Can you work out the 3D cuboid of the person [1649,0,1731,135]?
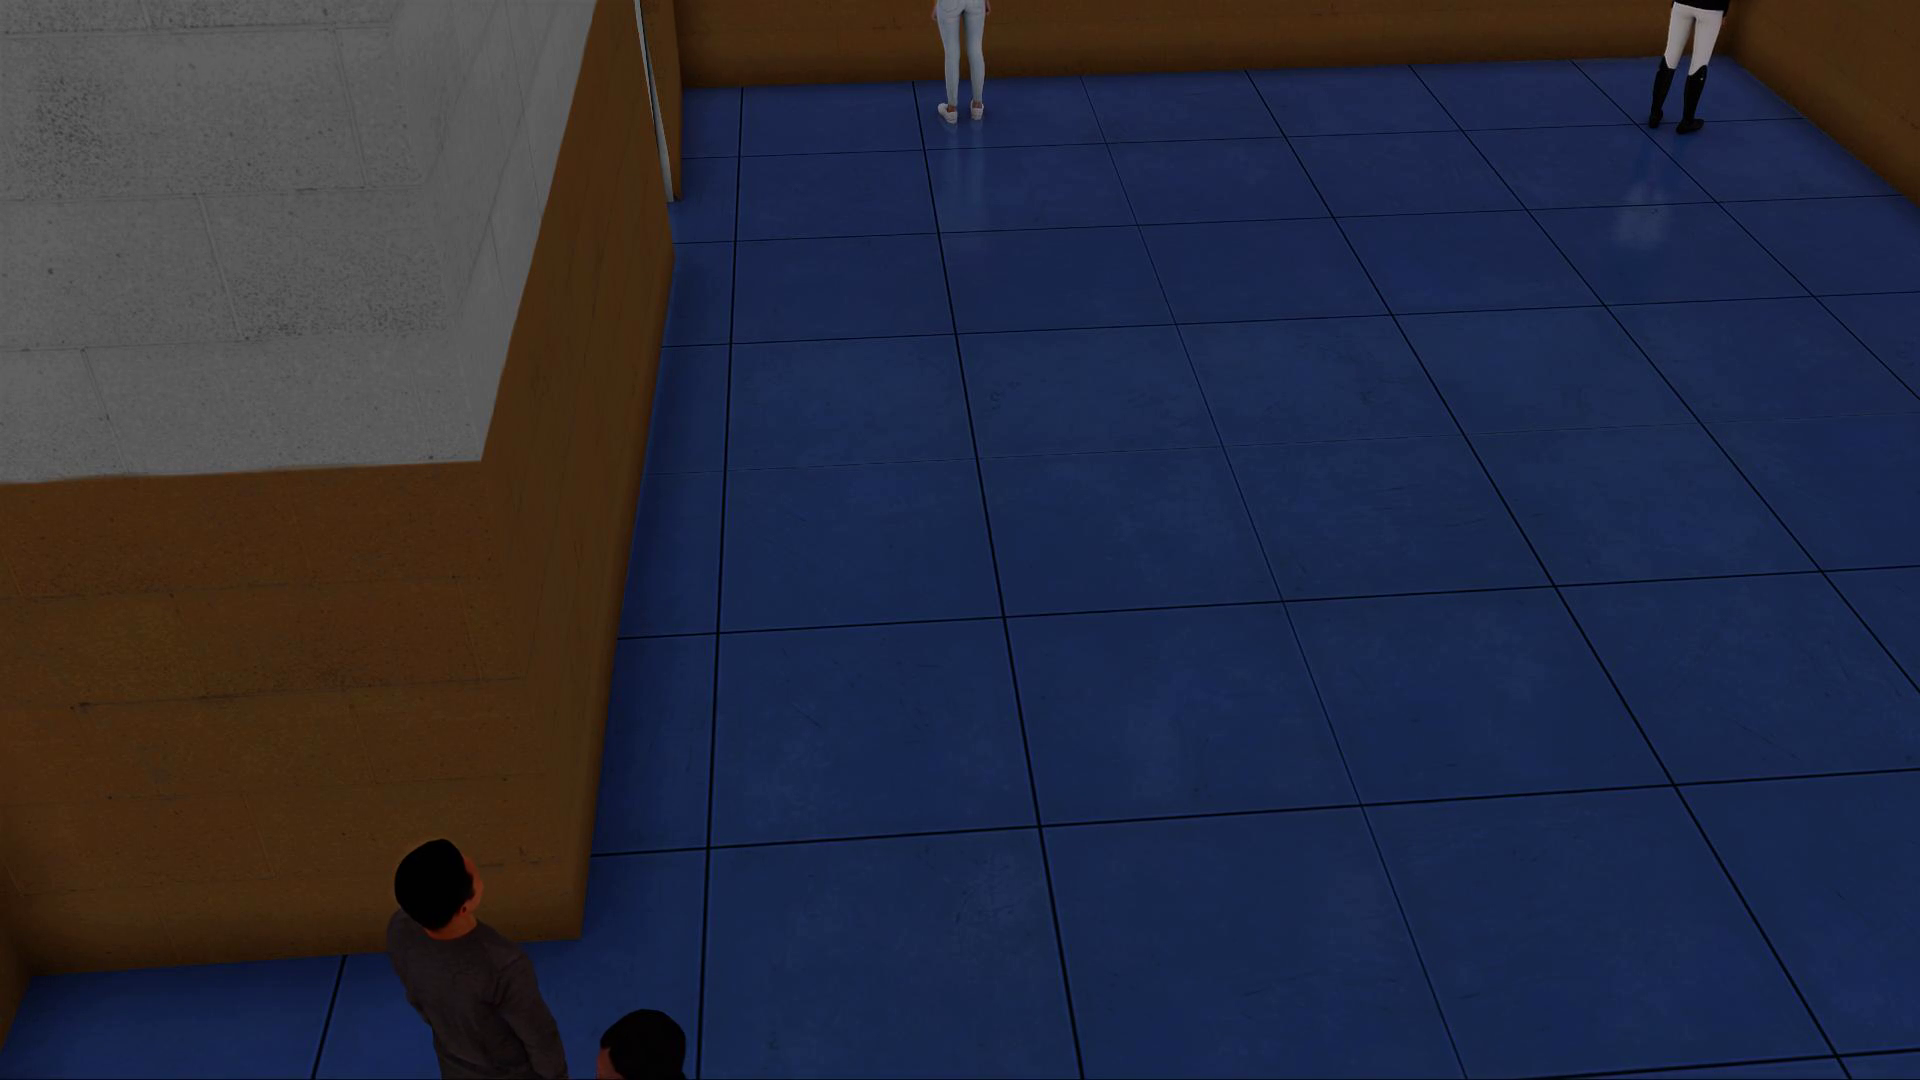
[{"bbox_3d":[5.256,-3.769,11.845,0.665,1.729,0.722,28,45,32],"label":"person"}]

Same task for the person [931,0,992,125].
[{"bbox_3d":[0.008,-3.886,11.997,0.529,1.750,0.691,-9,38,-11],"label":"person"}]

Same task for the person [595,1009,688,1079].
[{"bbox_3d":[-0.772,1.831,4.386,0.663,1.743,0.713,29,46,33],"label":"person"}]

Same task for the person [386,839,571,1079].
[{"bbox_3d":[-1.357,1.508,4.794,0.649,1.768,0.774,-12,38,-15],"label":"person"}]
